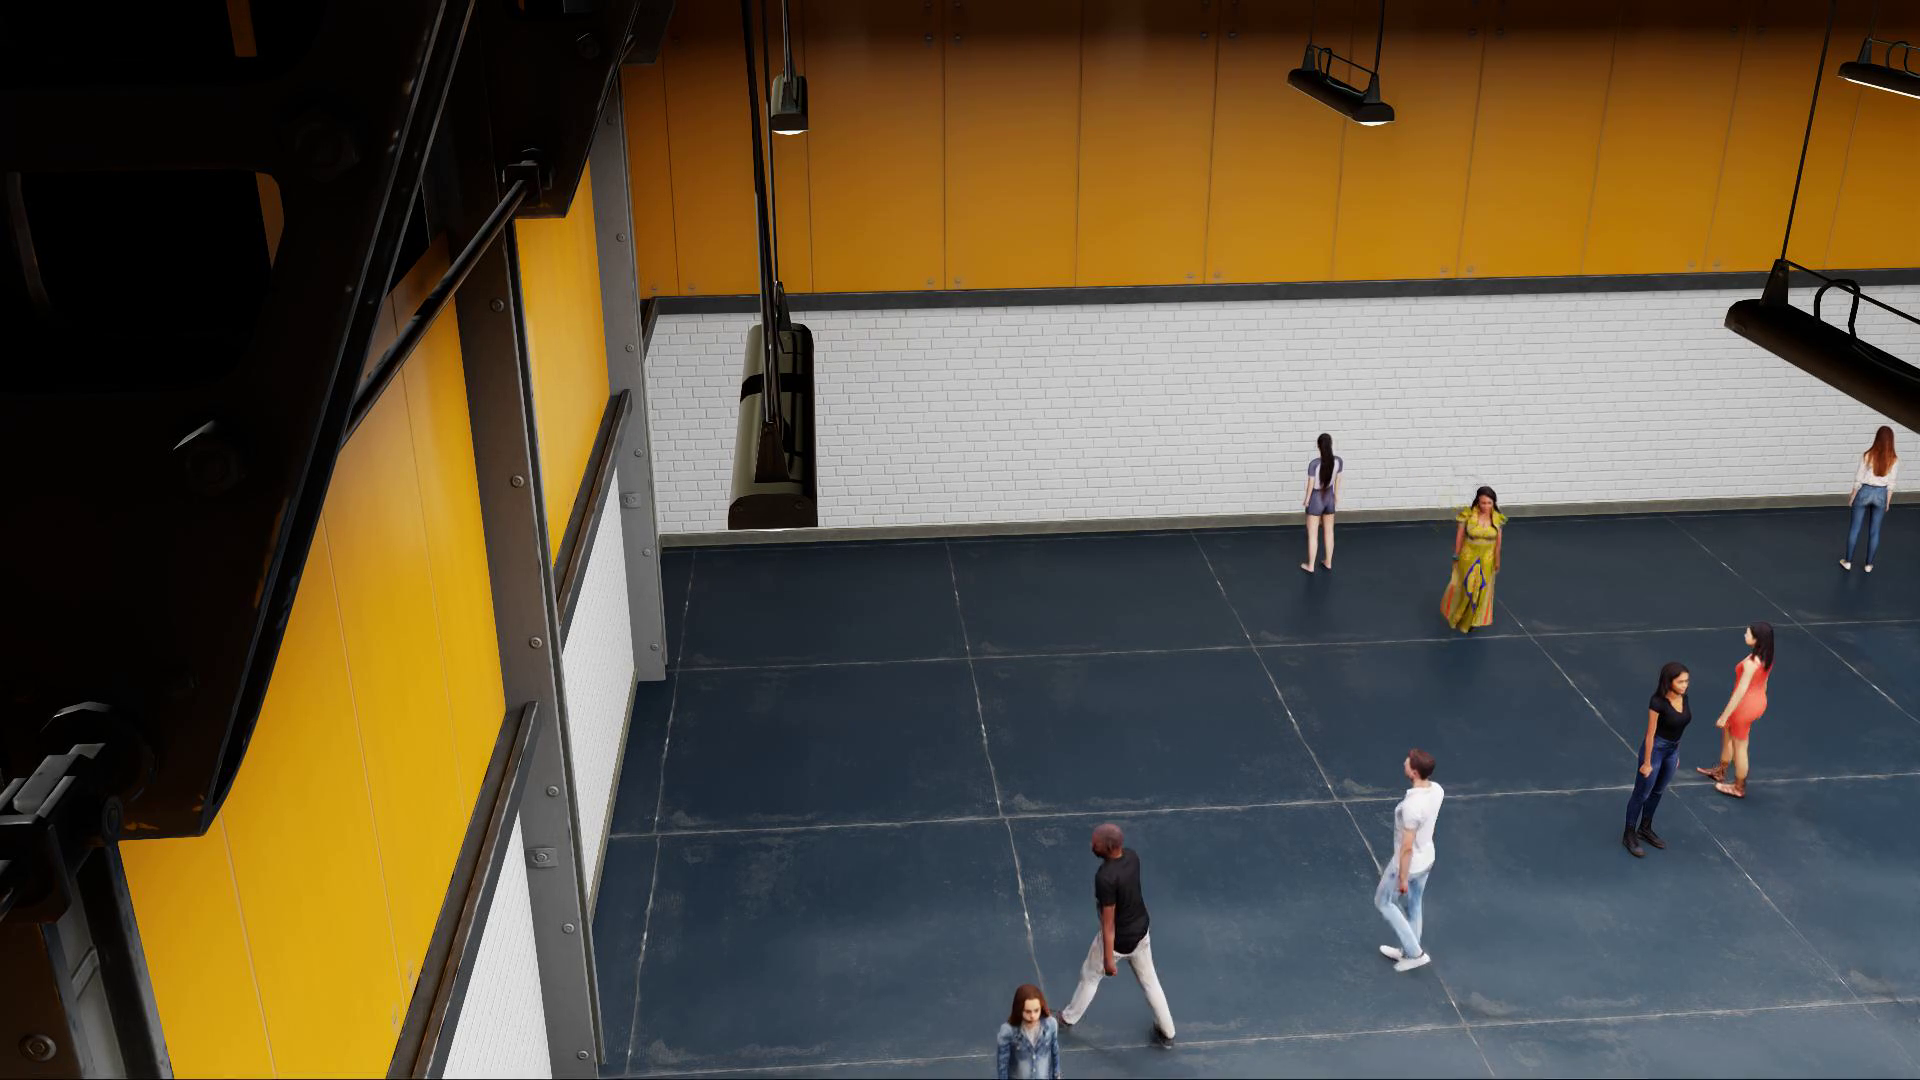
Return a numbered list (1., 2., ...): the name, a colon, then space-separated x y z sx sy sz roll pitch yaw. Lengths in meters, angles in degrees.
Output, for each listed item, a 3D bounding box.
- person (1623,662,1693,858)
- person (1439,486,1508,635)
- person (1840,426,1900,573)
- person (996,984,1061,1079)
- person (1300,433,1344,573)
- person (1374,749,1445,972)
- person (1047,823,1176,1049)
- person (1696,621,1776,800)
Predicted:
1. person: 5.794 1.786 13.794 0.647 1.739 0.651 -13 27 -27
2. person: 5.447 0.166 17.614 0.710 1.648 0.798 -2 24 -4
3. person: 10.401 -0.477 18.984 0.649 1.728 0.634 8 25 18
4. person: 0.418 3.370 10.512 0.640 1.465 0.679 -5 24 -12
5. person: 4.130 -0.429 18.974 0.644 1.649 0.595 -8 25 -19
6. person: 3.408 2.407 12.246 0.886 1.841 0.828 21 31 40
7. person: 1.183 2.789 11.494 1.278 1.744 1.280 17 29 34
8. person: 6.917 1.506 14.472 0.813 1.708 0.874 -22 32 -40
